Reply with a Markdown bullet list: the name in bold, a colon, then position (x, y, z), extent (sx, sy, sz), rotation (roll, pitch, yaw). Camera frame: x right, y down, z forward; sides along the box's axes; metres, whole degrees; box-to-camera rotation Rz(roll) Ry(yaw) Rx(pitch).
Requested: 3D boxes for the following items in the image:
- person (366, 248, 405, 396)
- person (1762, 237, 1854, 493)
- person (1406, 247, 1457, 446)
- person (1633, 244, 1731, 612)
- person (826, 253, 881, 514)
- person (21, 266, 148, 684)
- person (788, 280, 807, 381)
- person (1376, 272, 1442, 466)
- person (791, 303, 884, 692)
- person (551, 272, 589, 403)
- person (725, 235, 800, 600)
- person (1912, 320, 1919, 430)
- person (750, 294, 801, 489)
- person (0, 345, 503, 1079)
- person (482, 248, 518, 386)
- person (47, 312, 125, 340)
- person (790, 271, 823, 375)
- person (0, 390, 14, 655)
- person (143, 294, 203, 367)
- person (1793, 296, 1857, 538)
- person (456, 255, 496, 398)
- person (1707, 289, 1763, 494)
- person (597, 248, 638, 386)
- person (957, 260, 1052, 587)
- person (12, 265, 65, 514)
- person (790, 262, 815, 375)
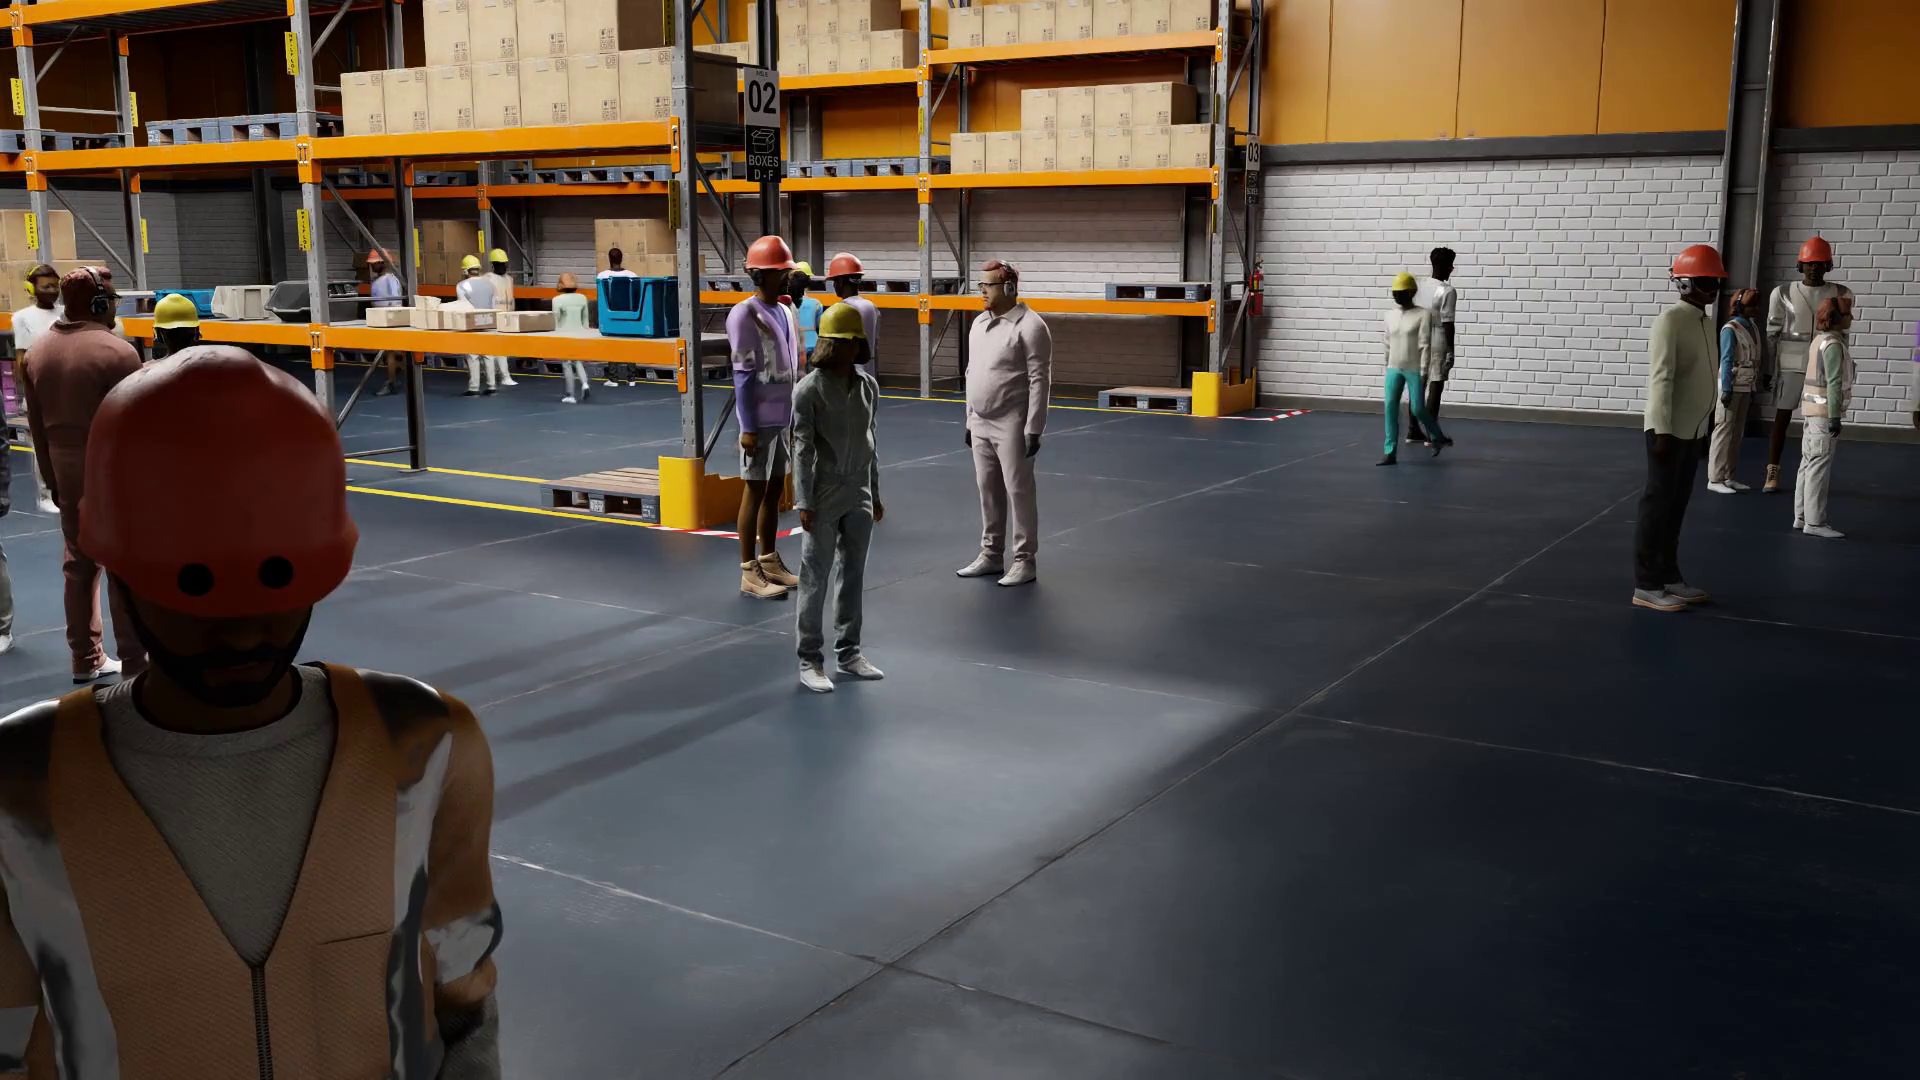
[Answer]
- **person**: position (-7.455, -2.840, 21.686), extent (0.541, 1.926, 0.530), rotation (8, 13, 36)
- **person**: position (6.732, -1.373, 13.231), extent (0.614, 2.041, 0.393), rotation (3, 11, 17)
- **person**: position (4.686, -1.909, 16.442), extent (0.372, 1.958, 0.605), rotation (-5, 11, -25)
- **person**: position (3.984, -0.617, 9.176), extent (0.610, 1.996, 0.386), rotation (-10, 14, -43)
- **person**: position (-0.812, -1.124, 12.177), extent (0.381, 1.929, 0.542), rotation (6, 12, 30)
- **person**: position (-3.867, -0.277, 7.539), extent (0.651, 1.907, 0.409), rotation (4, 11, 20)
- **person**: position (-1.648, -1.594, 15.510), extent (0.838, 1.662, 0.531), rotation (0, 10, -1)
- **person**: position (4.085, -1.551, 15.042), extent (0.708, 1.742, 0.528), rotation (-10, 14, -43)
- **person**: position (-0.534, -0.195, 7.534), extent (0.320, 1.742, 0.492), rotation (10, 14, 44)
- **person**: position (-4.849, -2.510, 20.672), extent (0.517, 1.621, 0.362), rotation (-10, 14, -44)
- **person**: position (-1.072, -0.694, 9.464), extent (0.379, 2.045, 0.605), rotation (4, 11, 20)
- **person**: position (6.718, -0.928, 11.145), extent (0.608, 1.912, 0.485), rotation (7, 12, 34)
- **person**: position (-1.492, -1.297, 13.375), extent (0.429, 1.840, 0.633), rotation (6, 12, 32)
- **person**: position (-0.694, 0.772, 1.664), extent (0.542, 1.929, 0.373), rotation (-7, 12, -33)
- **person**: position (-6.476, -3.116, 23.267), extent (0.658, 1.909, 0.591), rotation (6, 12, 30)
- **person**: position (-6.074, -0.953, 11.551), extent (0.543, 1.816, 0.718), rotation (-1, 10, -3)
- **person**: position (-1.716, -2.058, 17.978), extent (0.539, 1.698, 0.318), rotation (-7, 13, -35)
- **person**: position (-4.858, -0.238, 8.078), extent (0.498, 1.633, 0.284), rotation (1, 10, 4)
- **person**: position (-3.747, -0.307, 8.097), extent (0.535, 1.767, 0.316), rotation (-9, 14, -41)
- **person**: position (5.936, -0.845, 11.412), extent (0.308, 1.644, 0.511), rotation (3, 11, 14)
- **person**: position (-6.245, -2.745, 21.424), extent (0.404, 1.827, 0.600), rotation (7, 12, 35)
- **person**: position (6.233, -1.193, 13.354), extent (0.522, 1.639, 0.309), rotation (-10, 14, -43)
- **person**: position (-4.734, -3.089, 23.107), extent (0.592, 1.912, 0.383), rotation (-5, 11, -27)
- **person**: position (0.236, -0.684, 9.793), extent (0.402, 1.906, 0.652), rotation (-8, 13, -38)
- **person**: position (-6.593, -1.079, 12.174), extent (0.797, 1.832, 0.556), rotation (6, 12, 32)
- **person**: position (-1.862, -2.388, 19.624), extent (0.313, 1.767, 0.533), rotation (-4, 11, -21)
